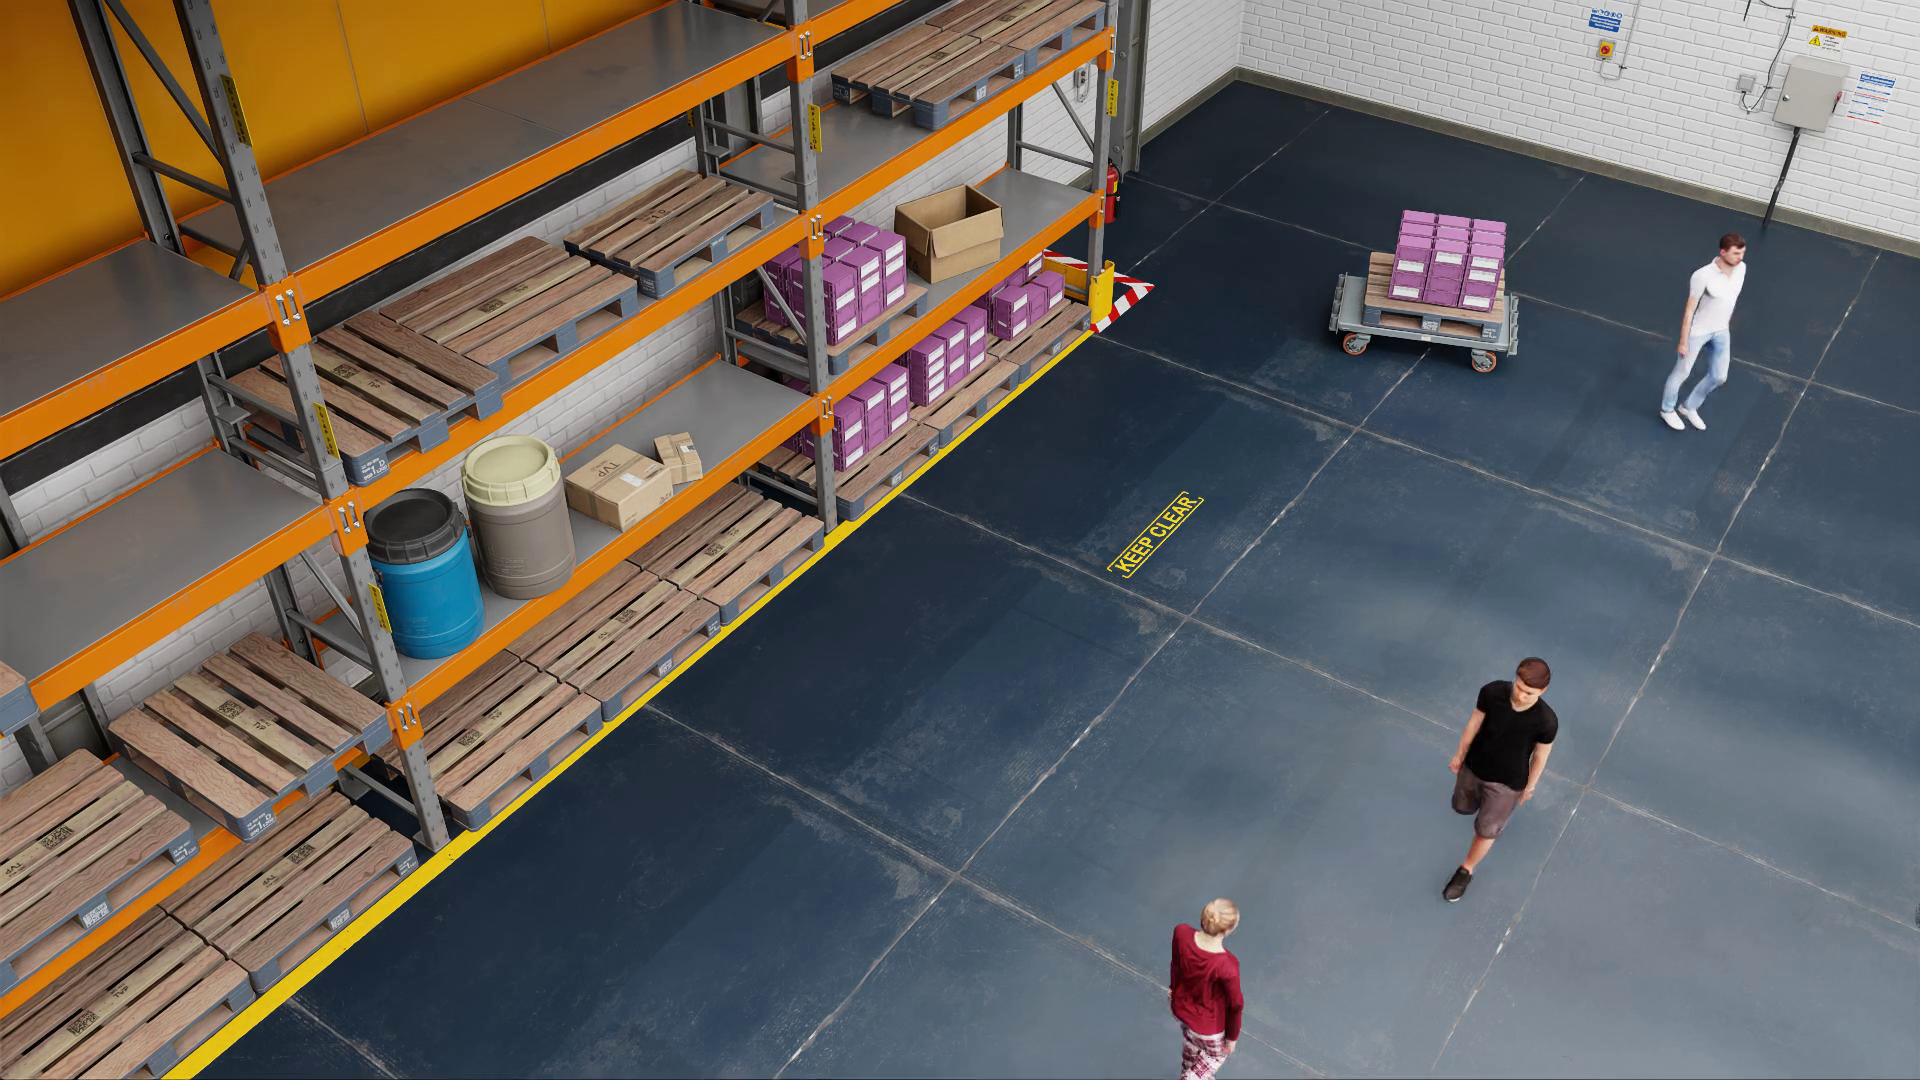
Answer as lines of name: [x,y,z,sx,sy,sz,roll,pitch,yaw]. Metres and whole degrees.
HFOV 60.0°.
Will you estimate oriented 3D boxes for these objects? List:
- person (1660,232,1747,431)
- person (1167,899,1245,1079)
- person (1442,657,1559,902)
person: [6.133,-1.769,13.831,0.785,1.838,0.872,-11,40,-14]
person: [1.207,2.482,8.627,0.859,1.690,0.726,-29,47,-31]
person: [3.257,1.332,9.943,1.075,1.845,0.800,-29,47,-32]
